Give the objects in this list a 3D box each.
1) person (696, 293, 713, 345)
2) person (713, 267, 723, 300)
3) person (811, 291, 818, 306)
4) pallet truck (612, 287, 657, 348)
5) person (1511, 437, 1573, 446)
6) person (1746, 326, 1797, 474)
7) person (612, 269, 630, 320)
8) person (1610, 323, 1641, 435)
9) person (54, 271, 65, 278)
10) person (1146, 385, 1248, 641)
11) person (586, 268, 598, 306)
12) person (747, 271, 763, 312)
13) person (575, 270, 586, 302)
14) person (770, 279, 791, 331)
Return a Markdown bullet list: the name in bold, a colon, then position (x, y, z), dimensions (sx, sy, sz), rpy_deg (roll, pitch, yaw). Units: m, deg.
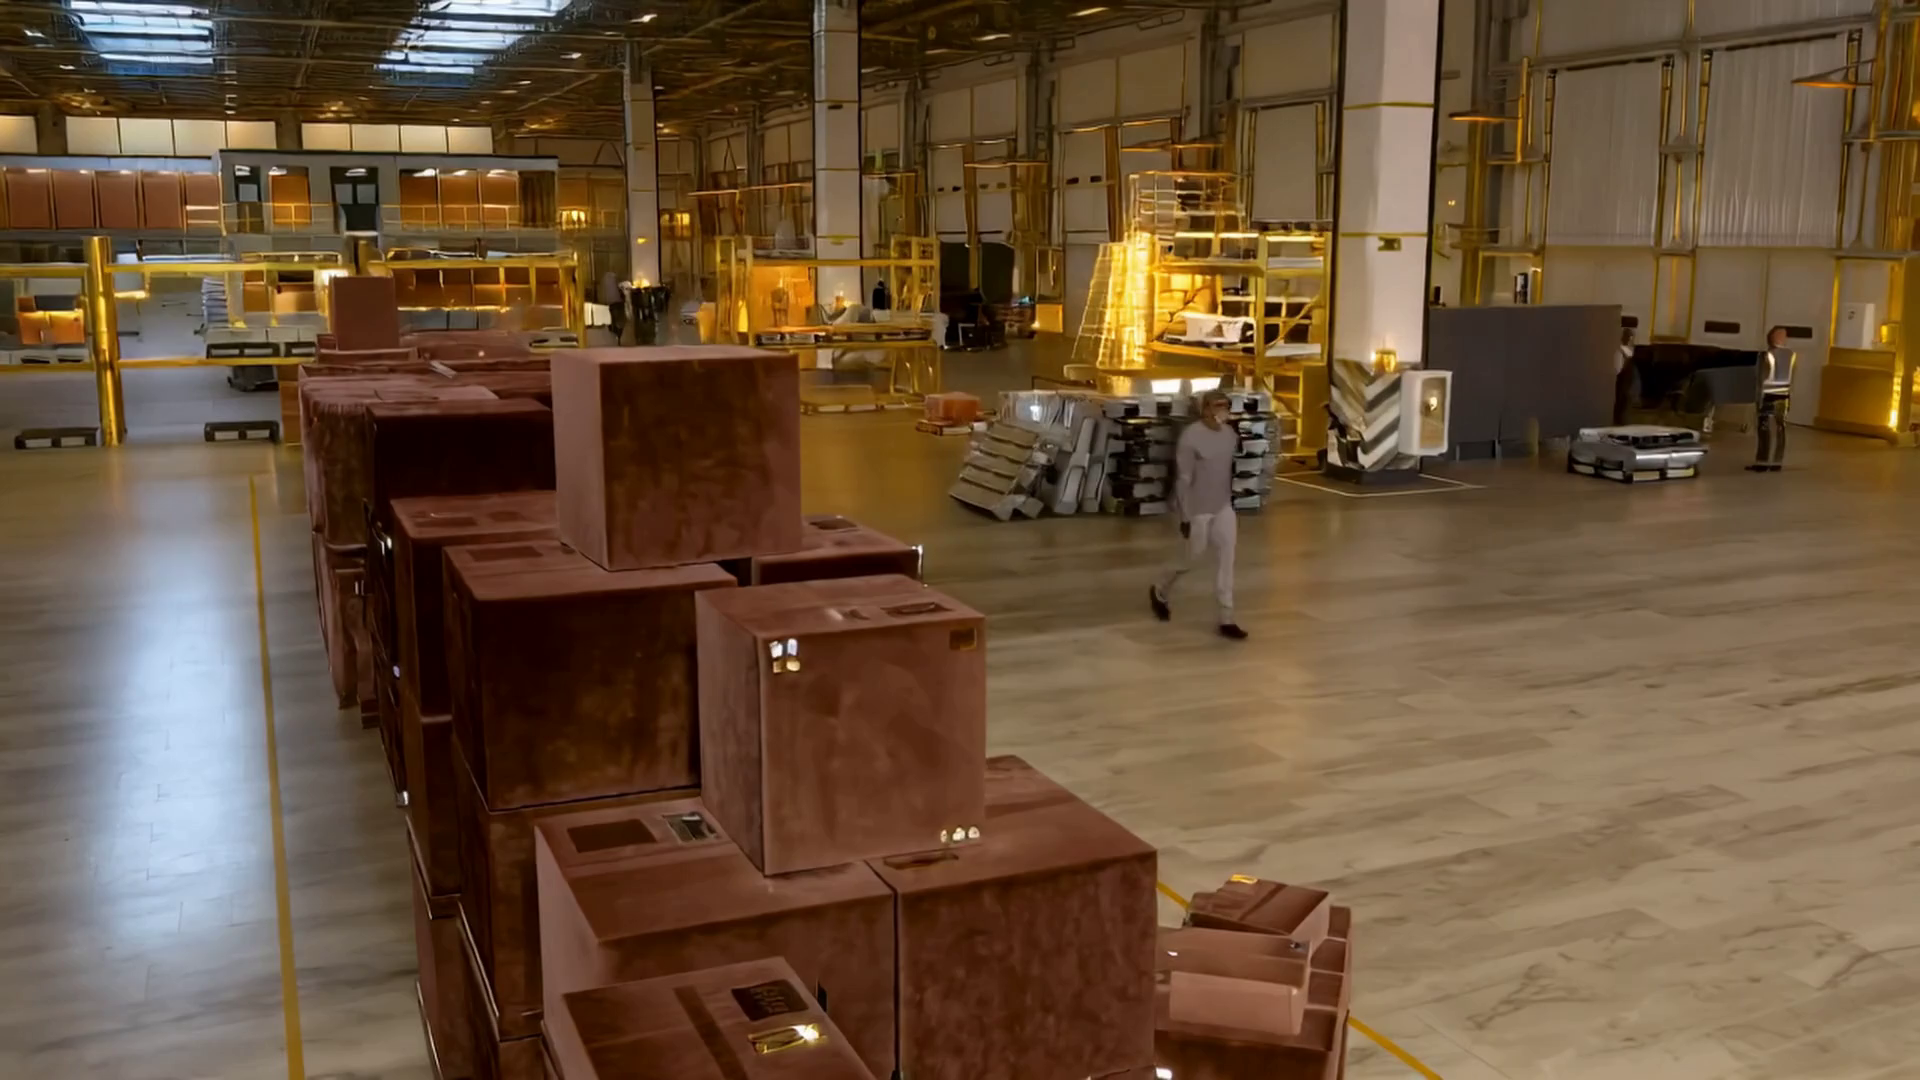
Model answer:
- **person**: position (-5.509, -4.449, 36.139), dimensions (0.973, 1.837, 0.529), rpy_deg (9, 14, 42)
- **person**: position (-11.899, -12.789, 81.747), dimensions (0.390, 1.945, 0.603), rpy_deg (6, 12, 32)
- **person**: position (-3.575, -5.862, 43.503), dimensions (0.645, 1.967, 0.639), rpy_deg (-1, 10, -3)
- **pallet truck**: position (-6.464, -4.406, 35.401), dimensions (0.823, 1.965, 1.885), rpy_deg (6, 12, 32)
- **person**: position (8.407, -2.180, 23.919), dimensions (0.897, 1.696, 0.507), rpy_deg (5, 11, 26)
- **person**: position (10.381, -1.784, 21.271), dimensions (0.576, 1.882, 0.355), rpy_deg (-3, 11, -18)
- **person**: position (-12.471, -9.021, 61.163), dimensions (0.574, 1.881, 0.999), rpy_deg (8, 13, 38)
- **person**: position (9.341, -2.108, 23.221), dimensions (0.538, 1.813, 0.816), rpy_deg (-10, 14, -43)
- **person**: position (-28.925, -7.690, 53.415), dimensions (0.517, 2.026, 0.637), rpy_deg (5, 11, 23)
- **person**: position (1.828, -0.230, 12.652), dimensions (0.636, 1.915, 0.904), rpy_deg (-7, 13, -36)
- **person**: position (-14.589, -9.905, 66.180), dimensions (0.635, 1.829, 0.431), rpy_deg (5, 11, 26)
- **person**: position (-8.343, -10.026, 67.308), dimensions (0.552, 1.653, 0.850), rpy_deg (-9, 13, -40)
- **person**: position (-15.392, -10.095, 67.392), dimensions (0.322, 1.769, 0.523), rpy_deg (8, 13, 36)
- **person**: position (-5.128, -6.509, 47.426), dimensions (0.622, 1.845, 0.429), rpy_deg (3, 11, 17)
